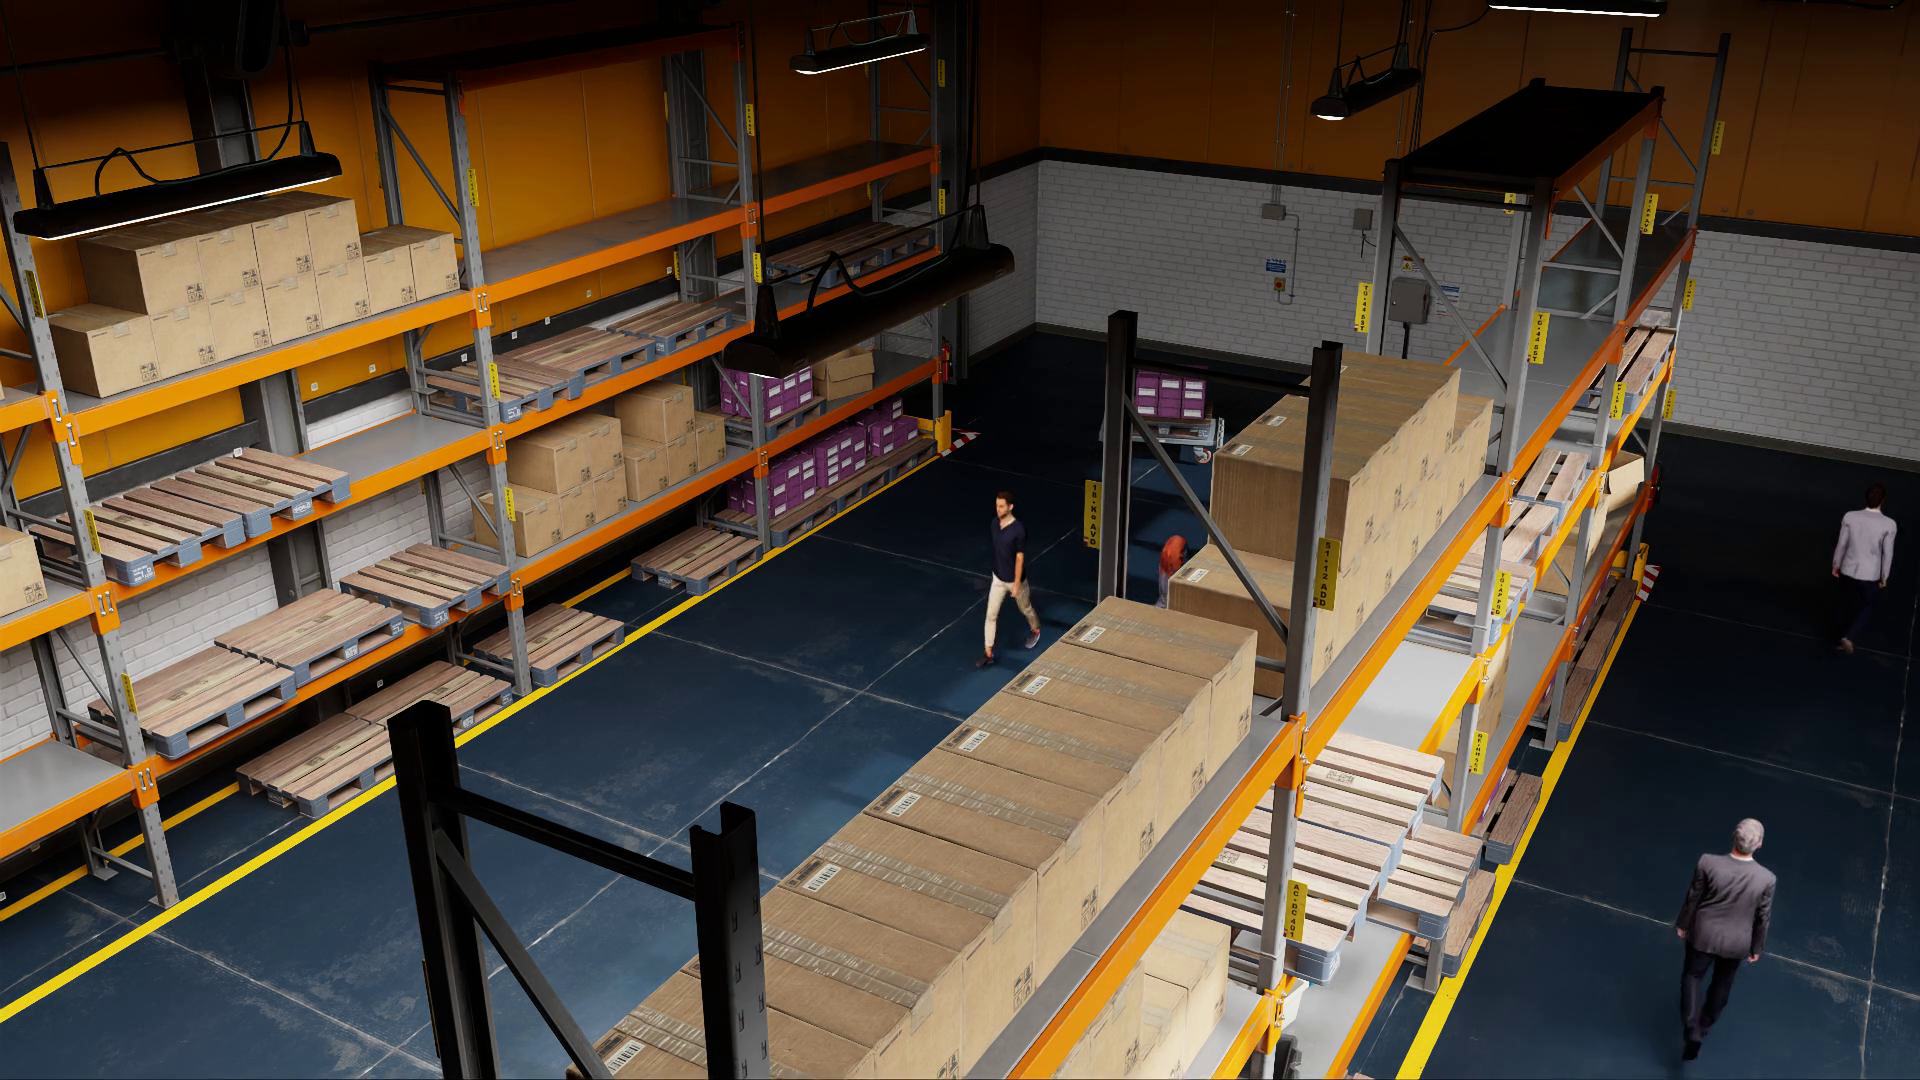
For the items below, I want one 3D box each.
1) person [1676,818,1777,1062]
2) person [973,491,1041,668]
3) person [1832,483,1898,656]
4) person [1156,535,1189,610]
[{"bbox_3d":[5.192,2.737,11.373,0.804,1.814,1.088,10,26,22],"label":"person"},{"bbox_3d":[0.569,0.367,16.805,0.712,1.806,1.232,17,29,33],"label":"person"},{"bbox_3d":[9.102,0.330,16.843,0.786,1.843,0.912,20,30,38],"label":"person"},{"bbox_3d":[1.950,0.814,15.848,1.070,1.751,0.851,-17,29,-34],"label":"person"}]
